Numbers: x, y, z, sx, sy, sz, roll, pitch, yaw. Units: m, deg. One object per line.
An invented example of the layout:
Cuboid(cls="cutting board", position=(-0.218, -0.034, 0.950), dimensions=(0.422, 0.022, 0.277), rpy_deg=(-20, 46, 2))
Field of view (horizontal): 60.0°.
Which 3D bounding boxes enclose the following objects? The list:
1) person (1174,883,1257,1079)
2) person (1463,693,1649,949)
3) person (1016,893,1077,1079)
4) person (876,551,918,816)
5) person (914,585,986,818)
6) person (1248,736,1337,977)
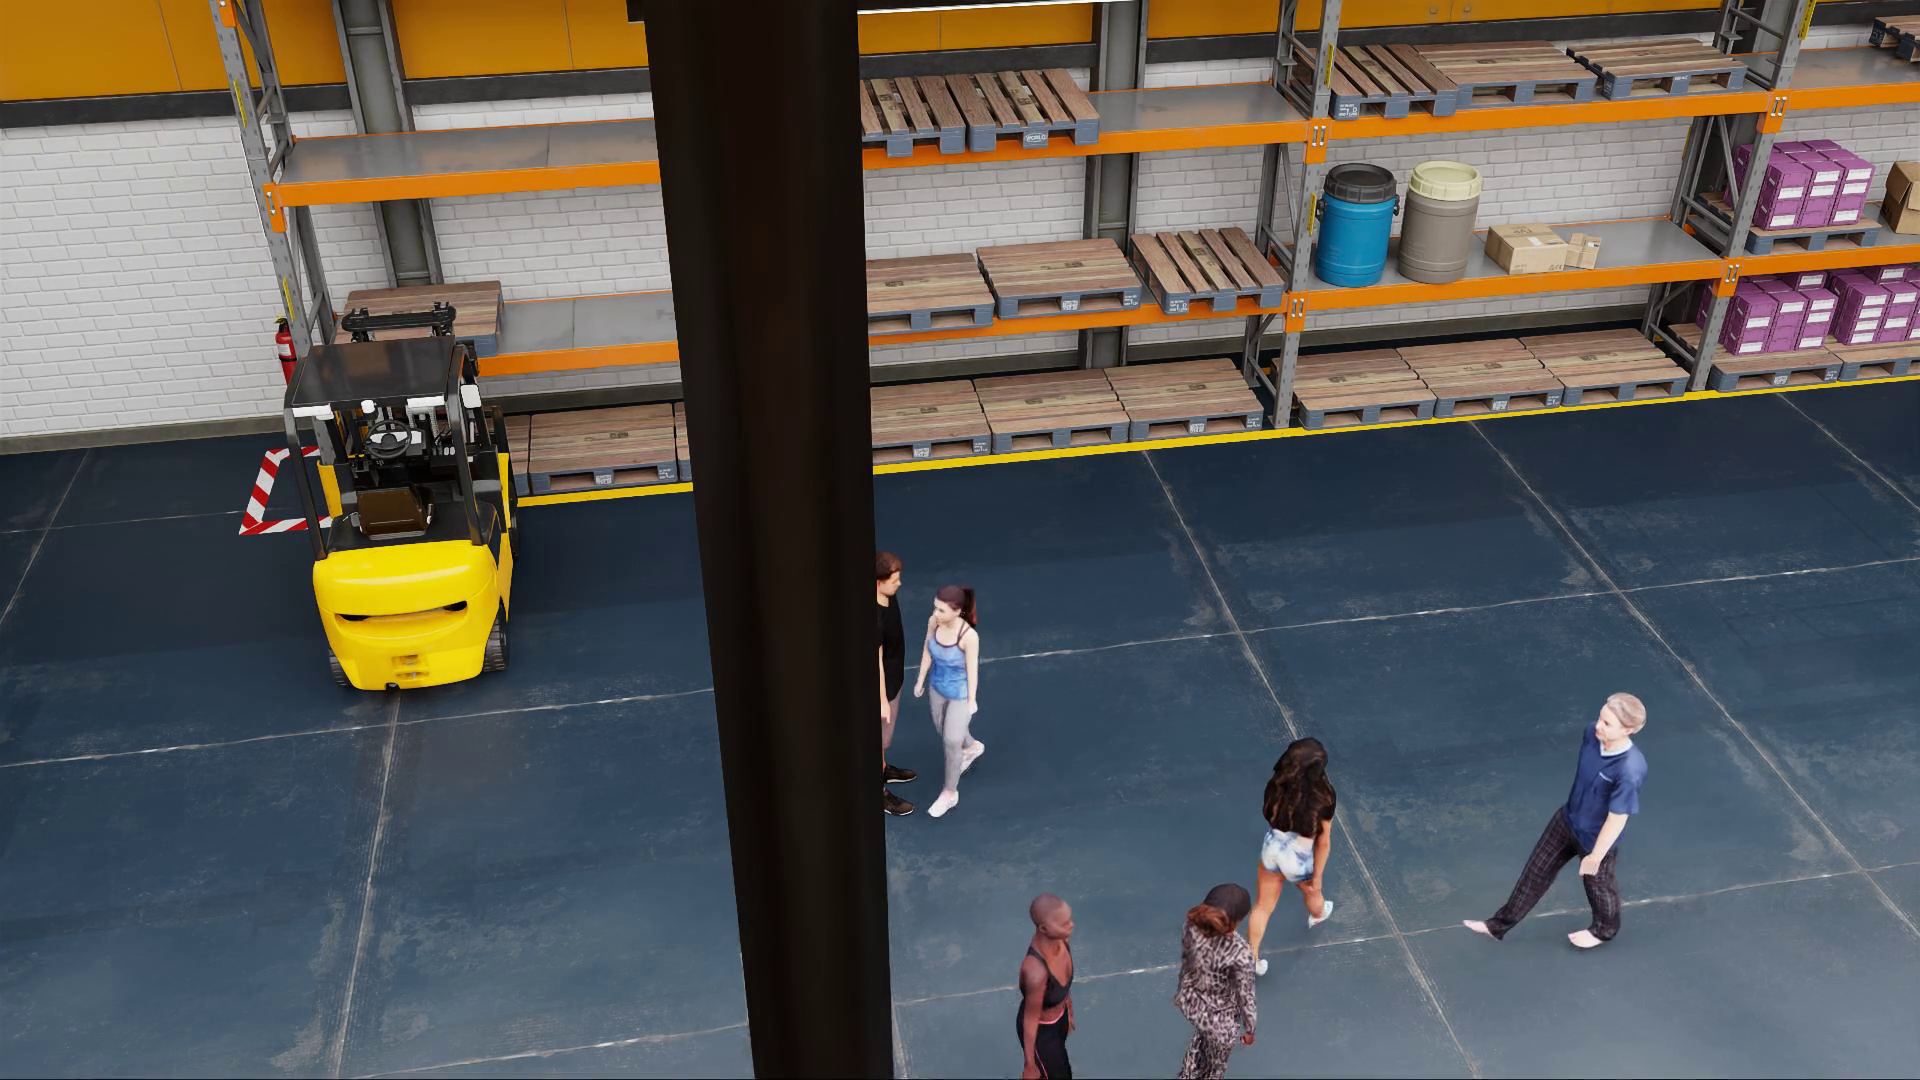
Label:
Cuboid(cls="person", position=(1.171, 2.346, 8.150), dimensions=(0.761, 1.704, 0.712), rpy_deg=(-24, 41, -32))
Cuboid(cls="person", position=(3.564, 1.590, 9.174), dimensions=(1.123, 1.829, 0.709), rpy_deg=(-7, 34, -10))
Cuboid(cls="person", position=(0.318, 2.359, 8.086), dimensions=(0.764, 1.754, 0.728), rpy_deg=(11, 35, 16))
Cuboid(cls="person", position=(-0.493, 0.853, 10.257), dimensions=(0.676, 1.859, 0.739), rpy_deg=(3, 34, 4))
Cuboid(cls="person", position=(-0.023, 0.911, 10.407), dimensions=(0.980, 1.595, 0.855), rpy_deg=(-27, 42, -34))
Cuboid(cls="person", position=(1.757, 1.796, 9.089), dimensions=(0.950, 1.581, 1.079), rpy_deg=(27, 42, 35))
